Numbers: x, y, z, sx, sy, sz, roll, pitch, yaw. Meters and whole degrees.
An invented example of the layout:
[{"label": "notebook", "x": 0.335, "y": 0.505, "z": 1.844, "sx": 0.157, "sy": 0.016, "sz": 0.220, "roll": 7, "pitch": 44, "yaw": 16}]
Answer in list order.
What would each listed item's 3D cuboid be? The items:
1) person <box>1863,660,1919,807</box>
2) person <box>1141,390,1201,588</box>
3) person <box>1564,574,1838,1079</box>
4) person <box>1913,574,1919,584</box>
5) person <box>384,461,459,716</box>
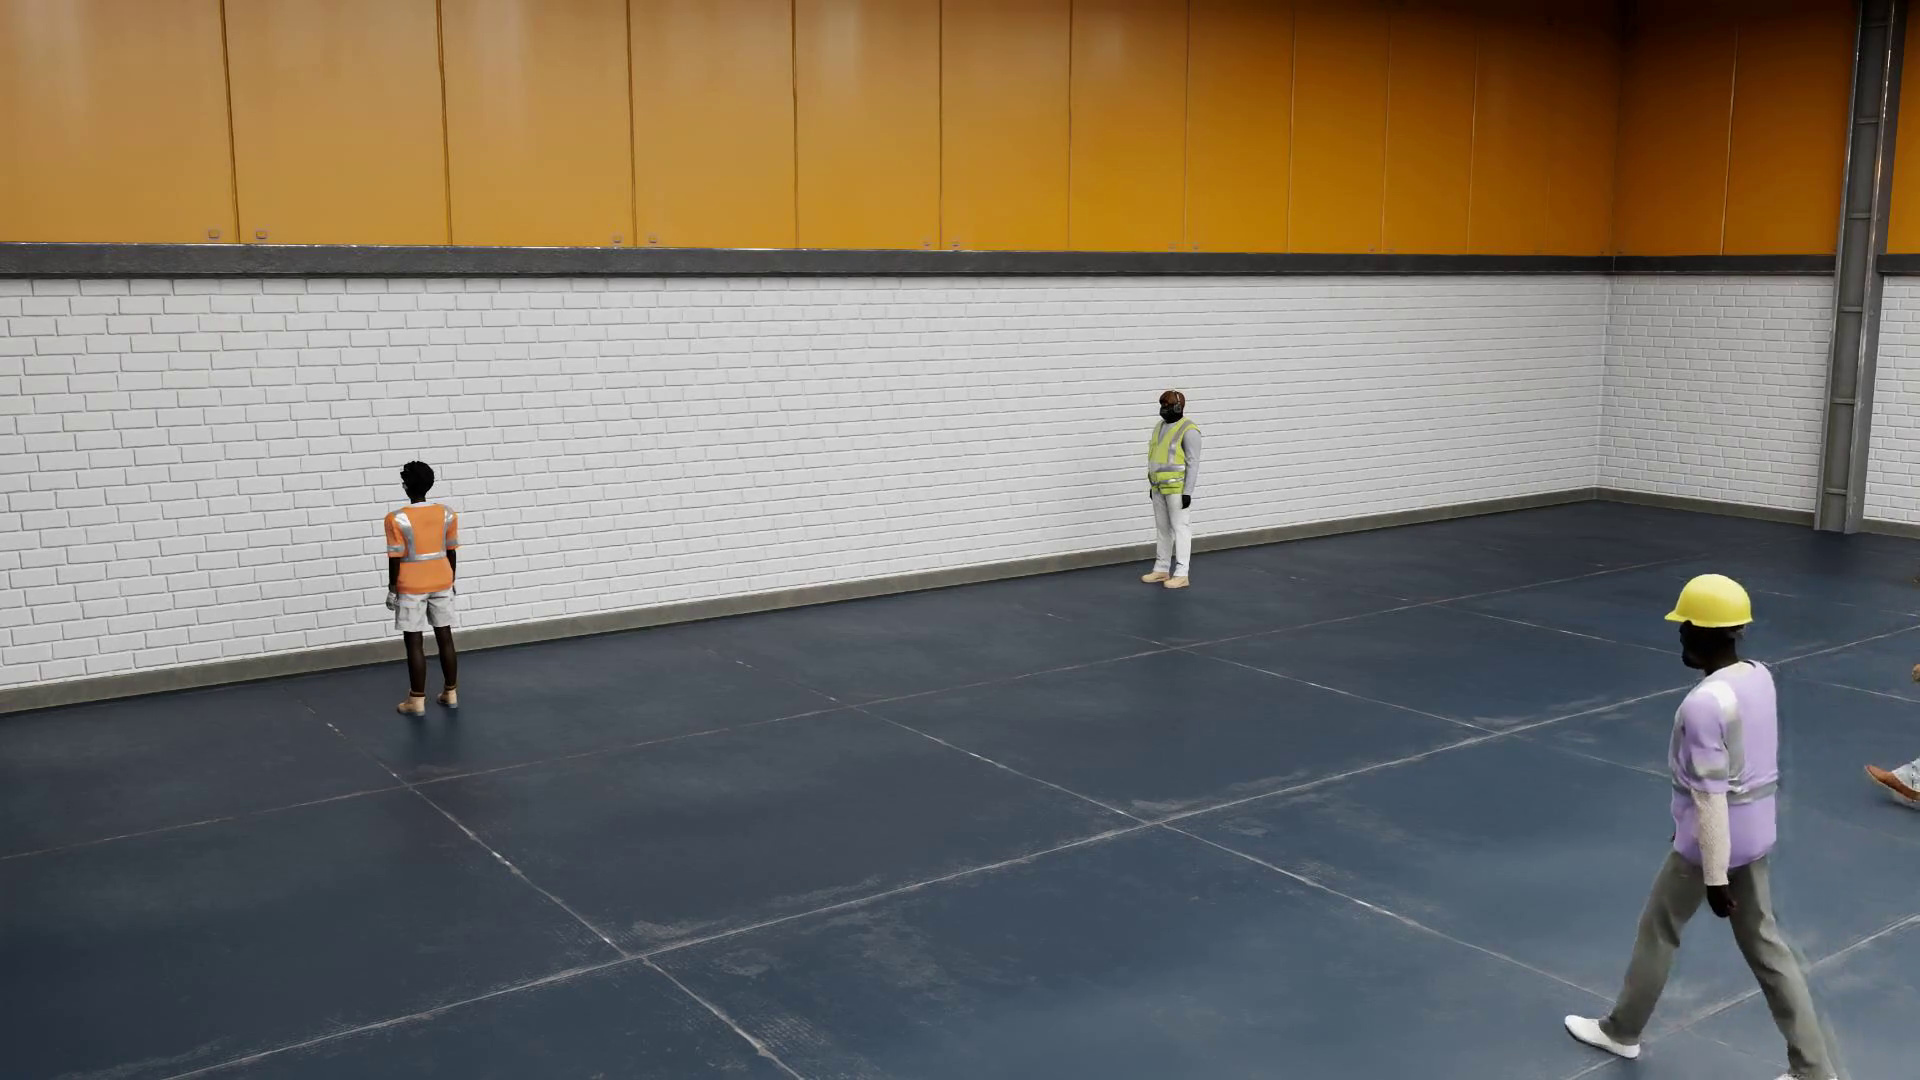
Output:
[{"label": "person", "x": 5.325, "y": 0.594, "z": 8.780, "sx": 0.655, "sy": 1.884, "sz": 1.001, "roll": -6, "pitch": 11, "yaw": -34}, {"label": "person", "x": 1.966, "y": -0.478, "z": 15.548, "sx": 0.429, "sy": 1.845, "sz": 0.621, "roll": -5, "pitch": 11, "yaw": -29}, {"label": "person", "x": 2.744, "y": 1.060, "z": 5.971, "sx": 0.595, "sy": 1.889, "sz": 0.973, "roll": -7, "pitch": 12, "yaw": -38}, {"label": "person", "x": 9.193, "y": -0.434, "z": 15.143, "sx": 0.641, "sy": 1.893, "sz": 1.040, "roll": -1, "pitch": 9, "yaw": -5}, {"label": "person", "x": -3.581, "y": 0.318, "z": 11.084, "sx": 0.315, "sy": 1.696, "sz": 0.540, "roll": 8, "pitch": 12, "yaw": 40}]
